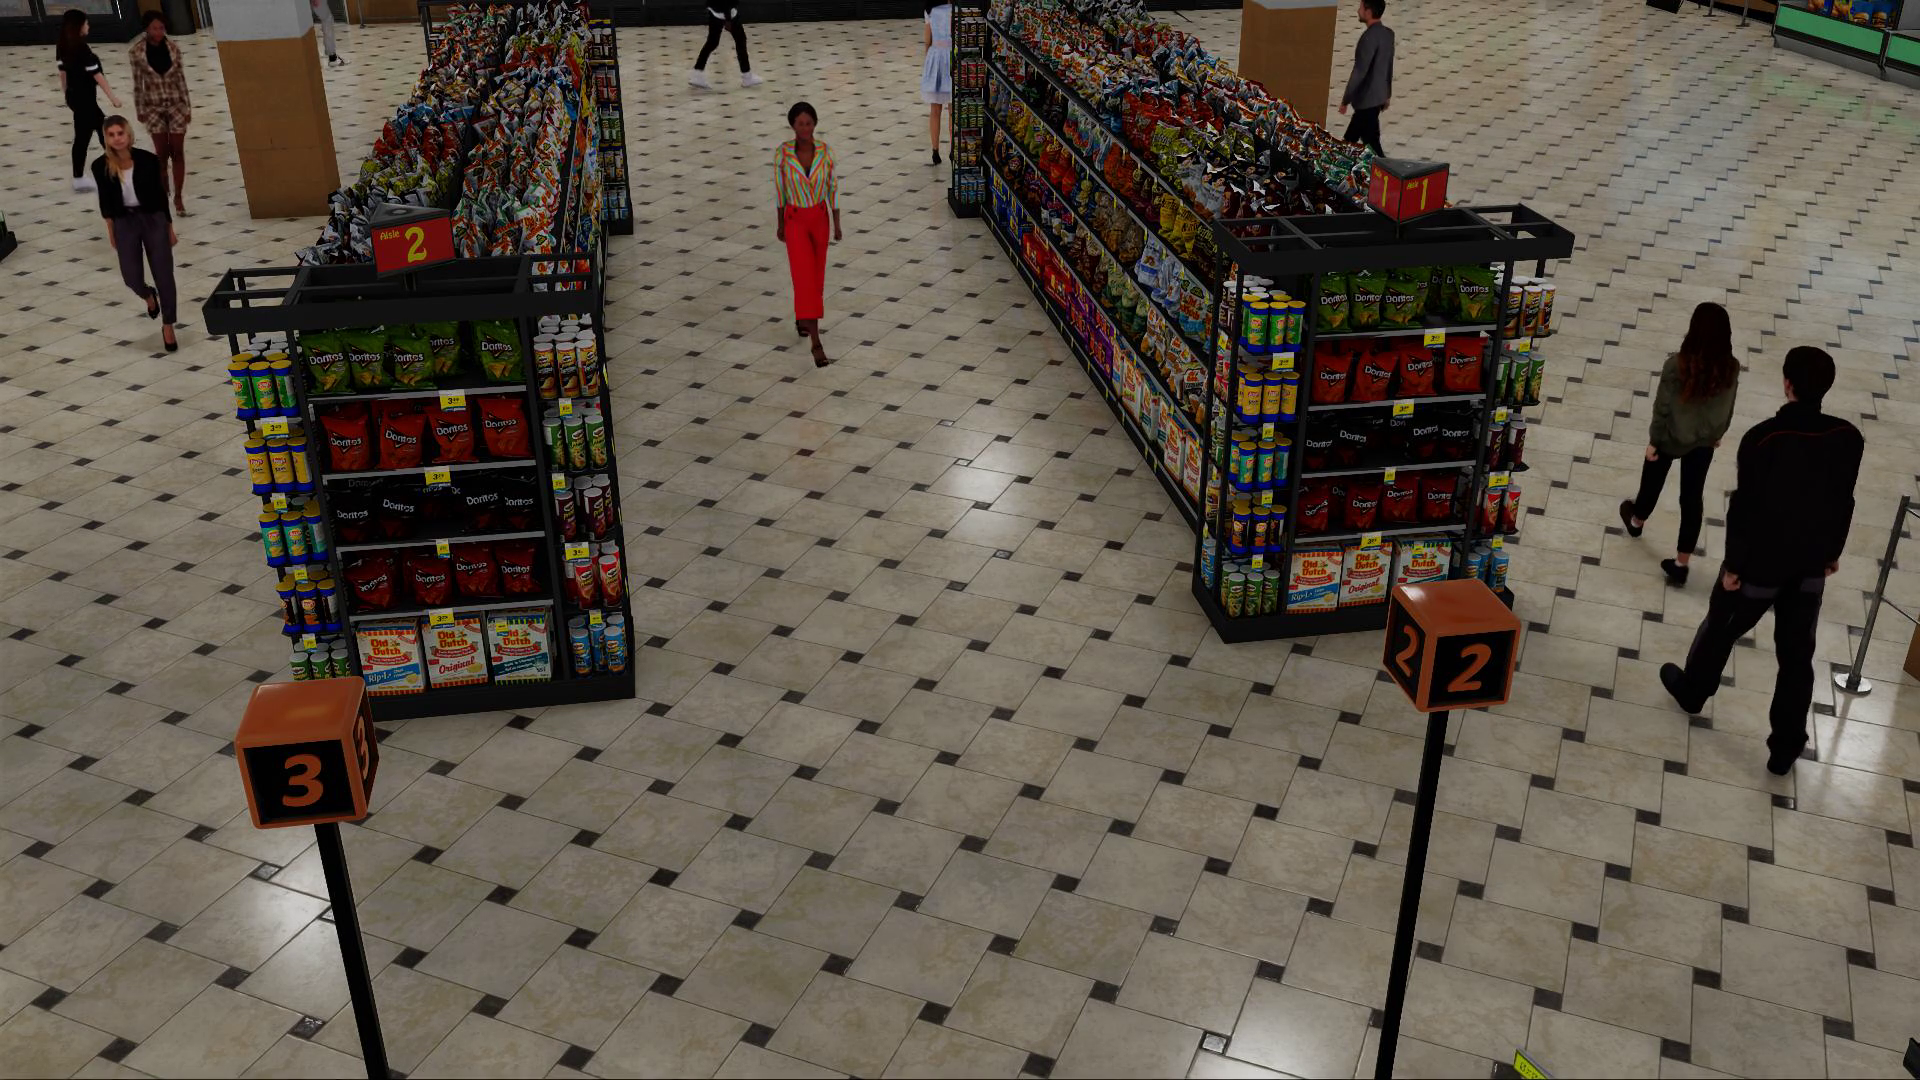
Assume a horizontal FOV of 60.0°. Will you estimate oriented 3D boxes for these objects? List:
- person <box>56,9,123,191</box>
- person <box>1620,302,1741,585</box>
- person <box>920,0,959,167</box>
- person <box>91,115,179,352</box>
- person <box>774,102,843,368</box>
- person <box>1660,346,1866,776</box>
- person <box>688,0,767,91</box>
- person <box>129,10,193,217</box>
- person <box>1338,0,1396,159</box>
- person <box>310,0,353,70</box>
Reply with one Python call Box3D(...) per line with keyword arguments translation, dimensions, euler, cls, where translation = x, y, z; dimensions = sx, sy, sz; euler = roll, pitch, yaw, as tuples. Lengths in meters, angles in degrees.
Box3D(translation=(-8.237, -4.069, 15.505), dimensions=(1.048, 1.594, 1.093), euler=(20, 33, 34), cls="person")
Box3D(translation=(3.768, -0.469, 8.583), dimensions=(0.732, 1.434, 1.035), euler=(1, 27, 2), cls="person")
Box3D(translation=(-0.144, -4.579, 16.264), dimensions=(0.838, 1.818, 0.882), euler=(9, 28, 17), cls="person")
Box3D(translation=(-5.738, -2.159, 11.674), dimensions=(0.700, 1.653, 0.843), euler=(-11, 29, -21), cls="person")
Box3D(translation=(-1.063, -2.129, 11.511), dimensions=(0.686, 1.747, 1.175), euler=(-8, 28, -15), cls="person")
Box3D(translation=(3.477, 0.135, 6.995), dimensions=(0.807, 1.793, 1.041), euler=(0, 27, -1), cls="person")
Box3D(translation=(-2.849, -6.105, 19.316), dimensions=(1.122, 1.778, 1.256), euler=(-19, 33, -33), cls="person")
Box3D(translation=(-7.047, -3.775, 14.734), dimensions=(0.764, 1.767, 0.848), euler=(-14, 30, -26), cls="person")
Box3D(translation=(3.748, -3.900, 14.925), dimensions=(1.229, 1.818, 1.199), euler=(16, 31, 28), cls="person")
Box3D(translation=(-8.078, -6.699, 20.317), dimensions=(0.998, 1.934, 1.056), euler=(18, 32, 31), cls="person")
